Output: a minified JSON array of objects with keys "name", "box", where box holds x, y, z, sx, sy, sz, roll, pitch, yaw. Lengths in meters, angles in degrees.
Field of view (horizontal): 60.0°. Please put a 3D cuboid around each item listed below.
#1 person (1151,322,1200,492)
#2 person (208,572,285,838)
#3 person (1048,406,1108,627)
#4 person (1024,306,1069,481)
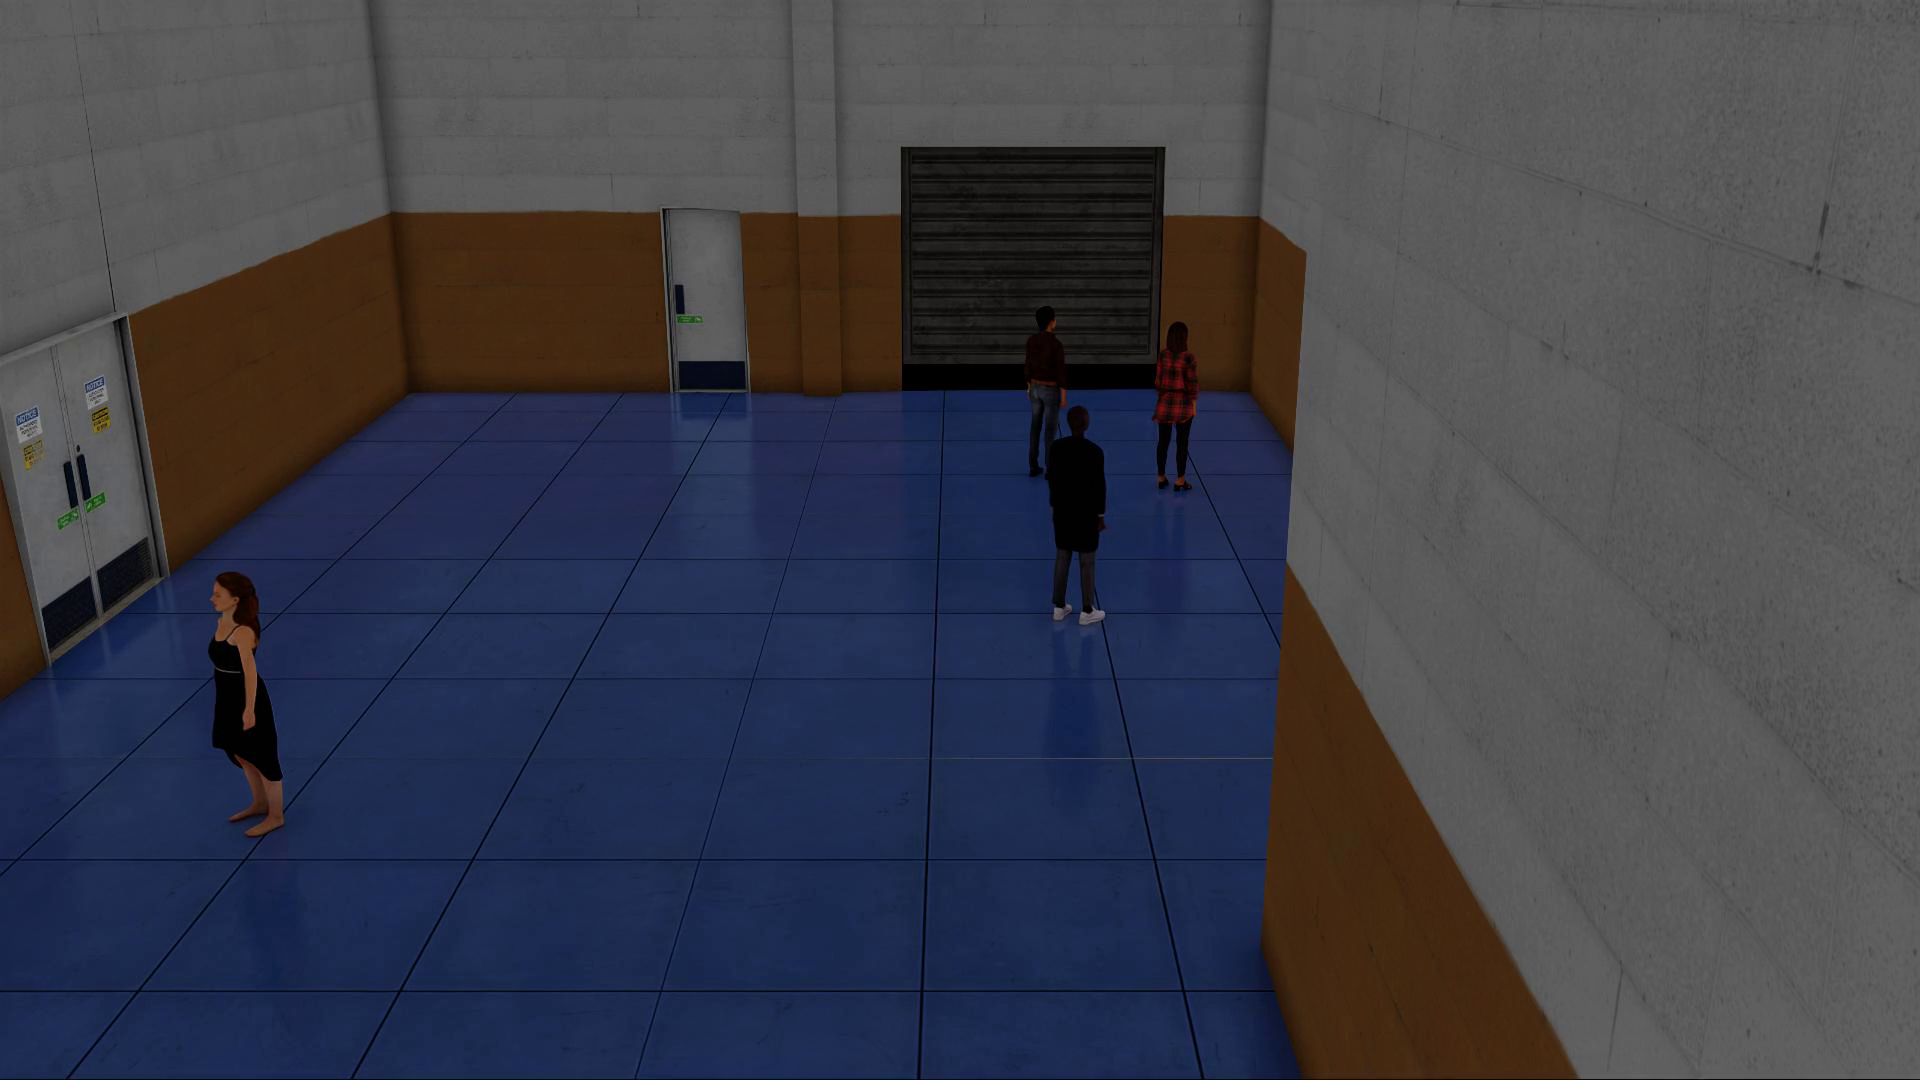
[{"name":"person","box":[2.146,-1.337,16.586,0.677,1.703,0.768,13,23,33]},{"name":"person","box":[-4.250,0.959,9.898,0.739,1.625,0.684,-16,24,-39]},{"name":"person","box":[0.910,-0.202,13.128,0.685,1.761,0.791,12,22,31]},{"name":"person","box":[0.864,-1.503,16.954,0.681,1.782,0.776,14,23,35]}]
